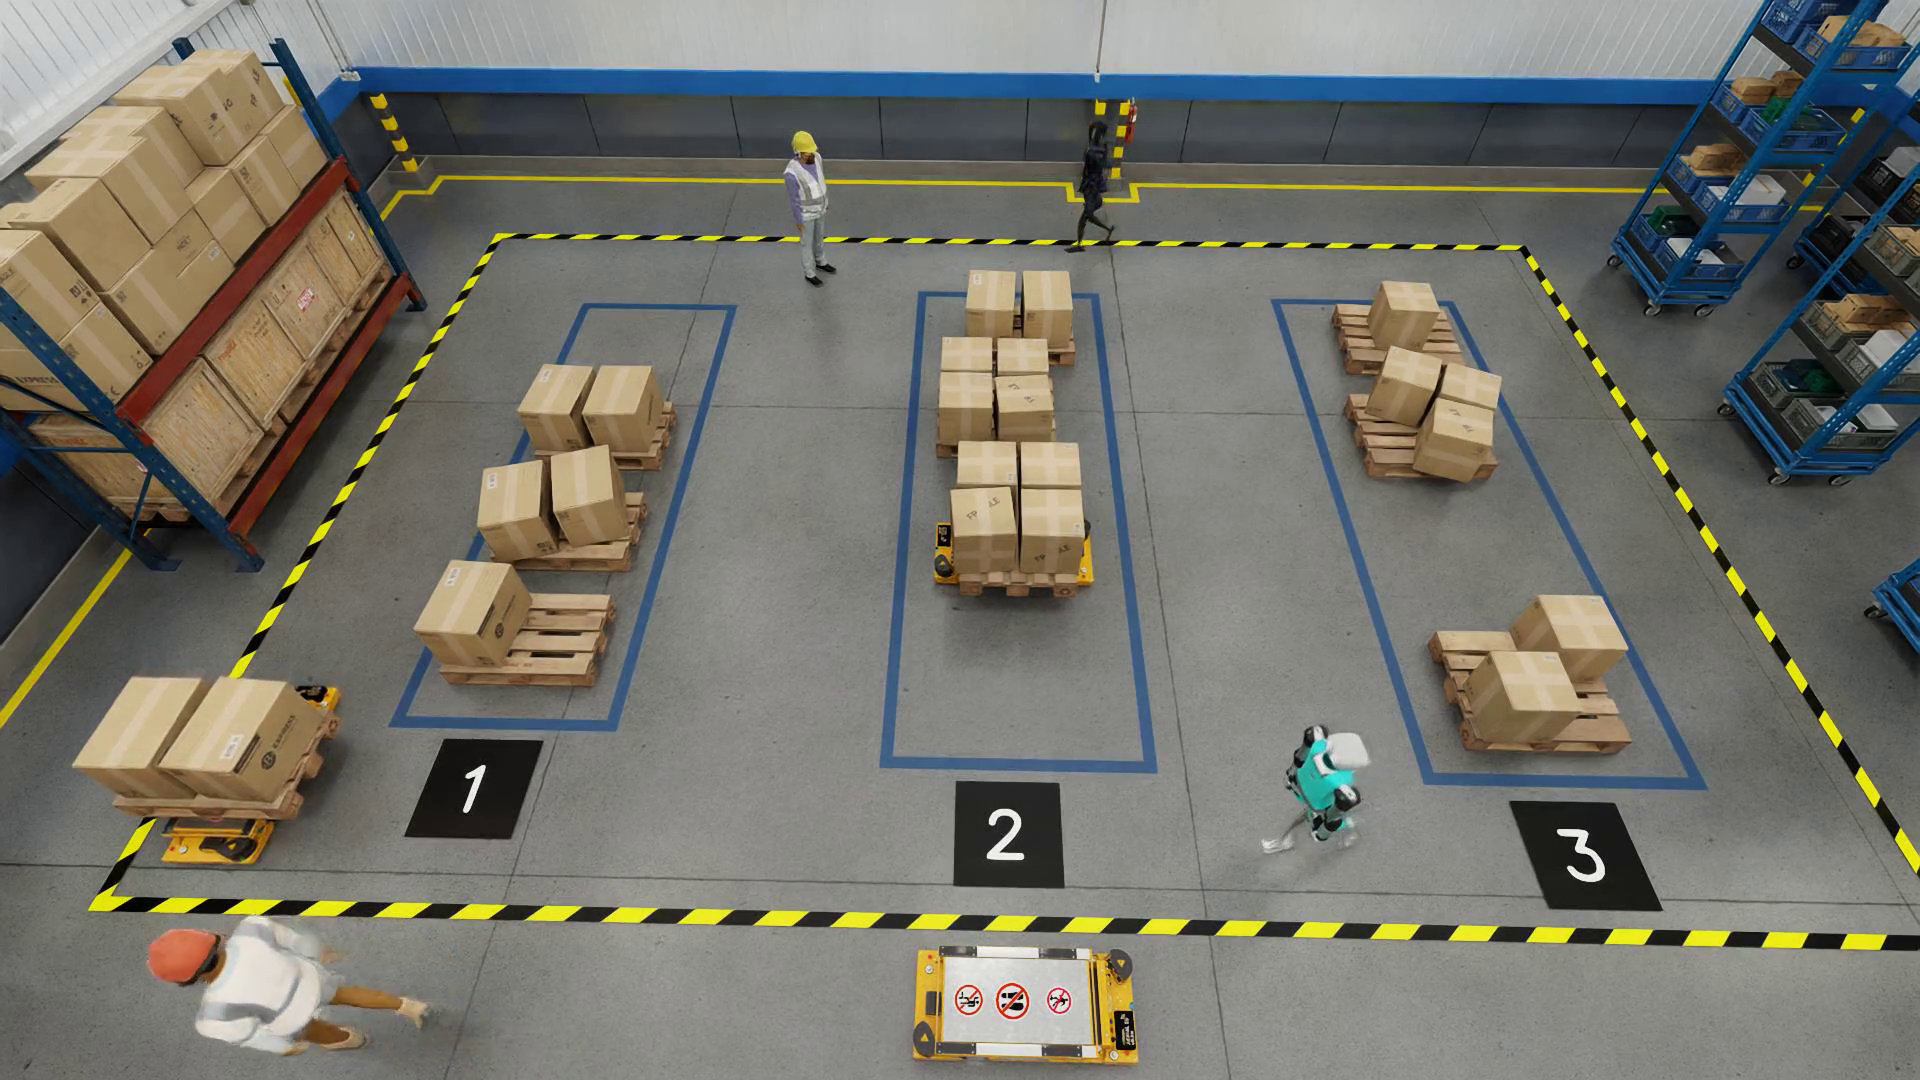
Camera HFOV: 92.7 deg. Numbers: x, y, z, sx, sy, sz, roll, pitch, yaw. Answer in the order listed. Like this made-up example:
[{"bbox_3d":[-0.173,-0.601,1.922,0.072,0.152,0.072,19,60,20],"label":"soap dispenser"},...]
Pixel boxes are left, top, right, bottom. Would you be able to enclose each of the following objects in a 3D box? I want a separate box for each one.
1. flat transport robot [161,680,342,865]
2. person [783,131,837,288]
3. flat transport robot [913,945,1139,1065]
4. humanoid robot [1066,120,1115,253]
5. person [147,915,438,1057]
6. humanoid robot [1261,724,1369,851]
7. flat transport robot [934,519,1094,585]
[{"bbox_3d":[-5.438,1.748,7.043,0.652,0.197,1.431,1,51,1],"label":"flat transport robot"},{"bbox_3d":[-1.715,-3.832,10.603,0.404,1.828,0.590,24,55,18],"label":"person"},{"bbox_3d":[0.422,3.041,6.007,1.431,0.231,0.659,1,51,1],"label":"flat transport robot"},{"bbox_3d":[1.662,-4.232,11.043,0.647,1.636,0.591,-8,51,-6],"label":"humanoid robot"},{"bbox_3d":[-3.770,2.612,5.234,0.767,2.019,0.606,0,51,0],"label":"person"},{"bbox_3d":[2.540,1.722,6.146,0.807,1.808,0.541,-11,52,-9],"label":"humanoid robot"},{"bbox_3d":[0.490,0.087,8.397,1.431,0.197,0.652,1,51,1],"label":"flat transport robot"}]
